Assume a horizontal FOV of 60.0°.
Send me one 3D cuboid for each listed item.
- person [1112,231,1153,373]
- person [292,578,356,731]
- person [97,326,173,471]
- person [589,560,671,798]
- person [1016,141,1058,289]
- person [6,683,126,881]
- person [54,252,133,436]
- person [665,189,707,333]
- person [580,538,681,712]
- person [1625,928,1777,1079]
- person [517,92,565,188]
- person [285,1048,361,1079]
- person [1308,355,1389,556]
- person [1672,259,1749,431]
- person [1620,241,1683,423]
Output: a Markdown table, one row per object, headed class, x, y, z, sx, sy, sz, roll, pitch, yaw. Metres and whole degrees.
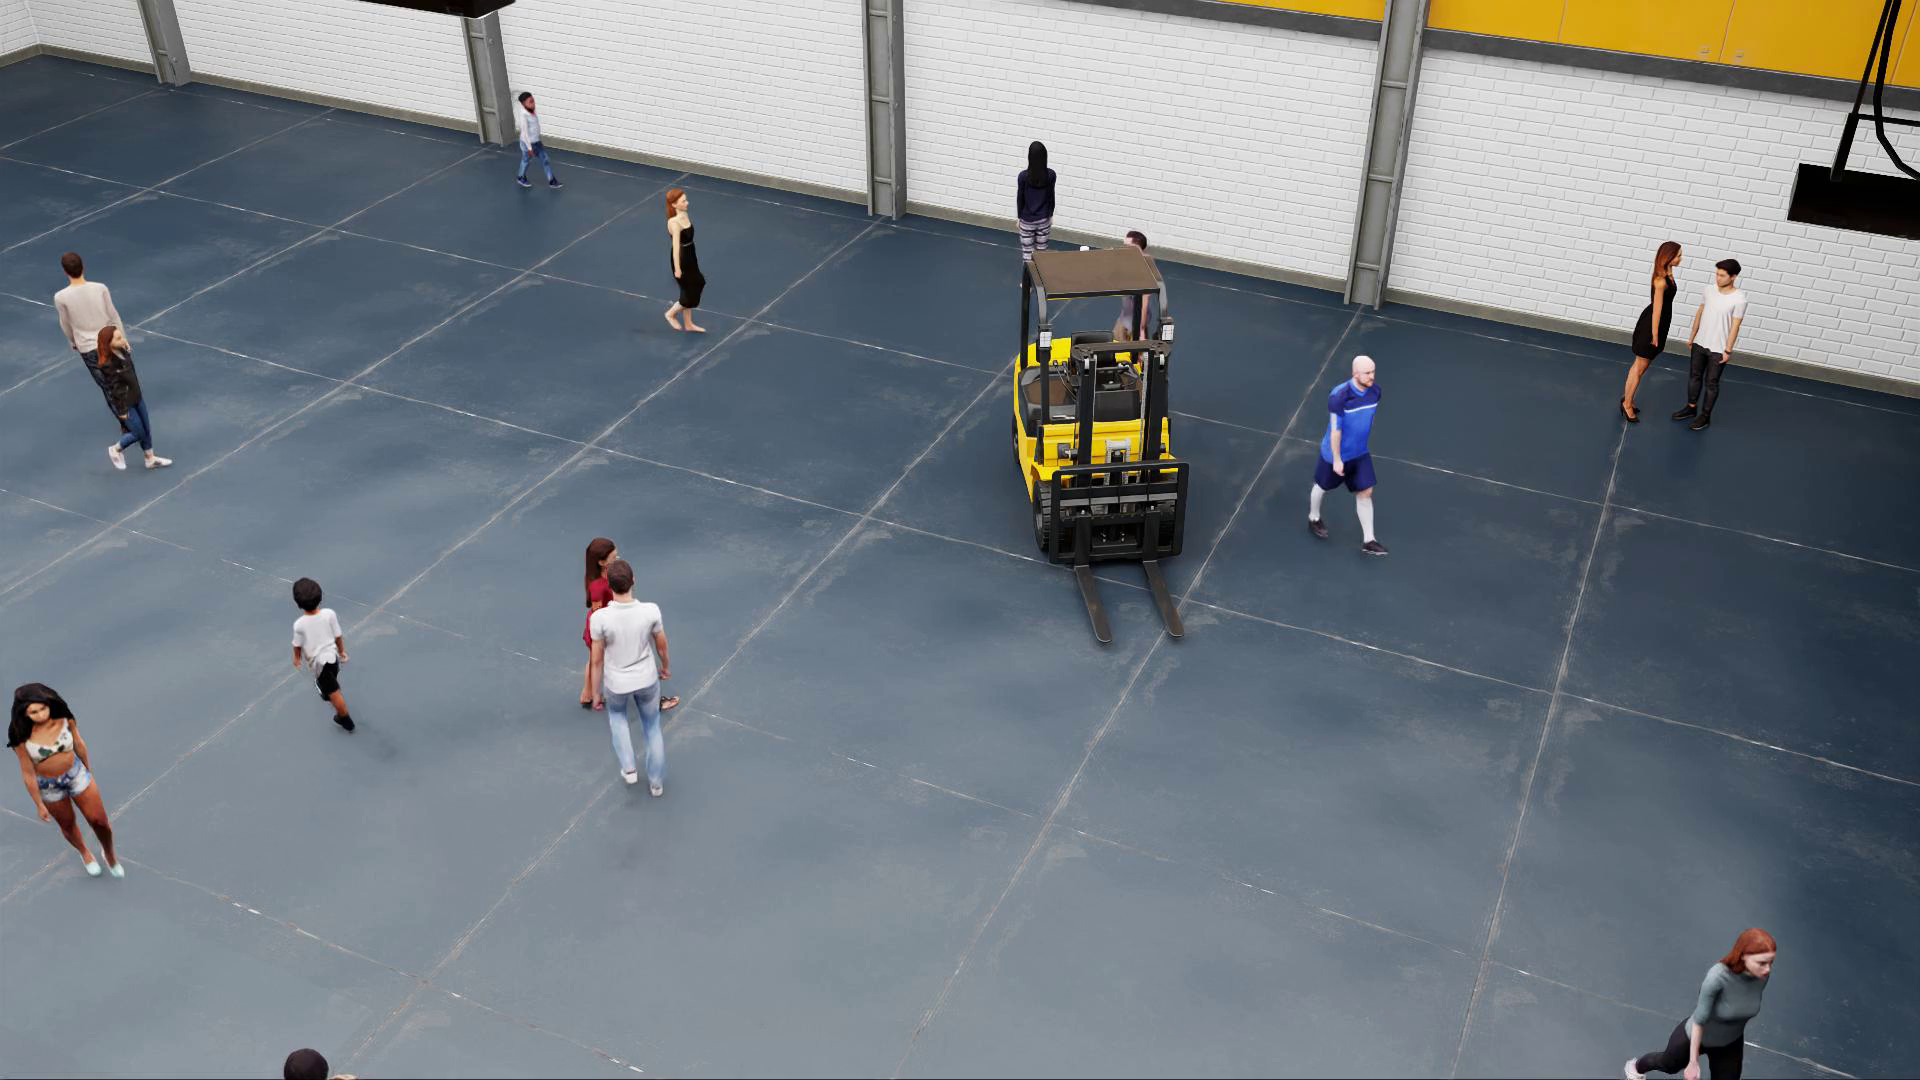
| class | x | y | z | sx | sy | sz | roll | pitch | yaw |
| --- | --- | --- | --- | --- | --- | --- | --- | --- | --- |
| person | 1.763 | -2.122 | 16.100 | 0.860 | 1.830 | 0.786 | 2 | 34 | 3 |
| person | -4.650 | 0.872 | 12.199 | 0.901 | 1.226 | 0.668 | 27 | 42 | 35 |
| person | -7.679 | -1.276 | 15.209 | 0.821 | 1.471 | 0.720 | 0 | 34 | 0 |
| person | -2.239 | 1.031 | 11.415 | 0.848 | 1.830 | 0.912 | -10 | 35 | -14 |
| person | 0.834 | -3.576 | 18.434 | 0.648 | 1.732 | 0.725 | -9 | 35 | -13 |
| person | -5.859 | 1.562 | 10.814 | 0.683 | 1.611 | 0.743 | -25 | 41 | -32 |
| person | -8.064 | -1.763 | 15.620 | 0.938 | 1.828 | 1.186 | -25 | 41 | -33 |
| person | -2.997 | -2.934 | 17.570 | 0.792 | 1.618 | 0.694 | 5 | 34 | 7 |
| person | -2.678 | 0.655 | 12.266 | 1.083 | 1.512 | 0.838 | 1 | 34 | 1 |
| person | 4.004 | 2.685 | 9.042 | 1.157 | 1.701 | 1.085 | -5 | 34 | -8 |
| person | -5.497 | -5.078 | 21.146 | 0.872 | 1.231 | 0.499 | 15 | 36 | 21 |
| person | -3.048 | 3.154 | 8.255 | 0.567 | 1.792 | 0.602 | 18 | 38 | 25 |
| person | 3.223 | -0.777 | 14.163 | 1.092 | 1.799 | 1.195 | -14 | 36 | -20 |
| person | 7.227 | -1.897 | 15.924 | 0.778 | 1.715 | 0.686 | -17 | 37 | -23 |
| person | 6.636 | -2.001 | 15.971 | 0.509 | 1.835 | 0.571 | 14 | 36 | 20 |
